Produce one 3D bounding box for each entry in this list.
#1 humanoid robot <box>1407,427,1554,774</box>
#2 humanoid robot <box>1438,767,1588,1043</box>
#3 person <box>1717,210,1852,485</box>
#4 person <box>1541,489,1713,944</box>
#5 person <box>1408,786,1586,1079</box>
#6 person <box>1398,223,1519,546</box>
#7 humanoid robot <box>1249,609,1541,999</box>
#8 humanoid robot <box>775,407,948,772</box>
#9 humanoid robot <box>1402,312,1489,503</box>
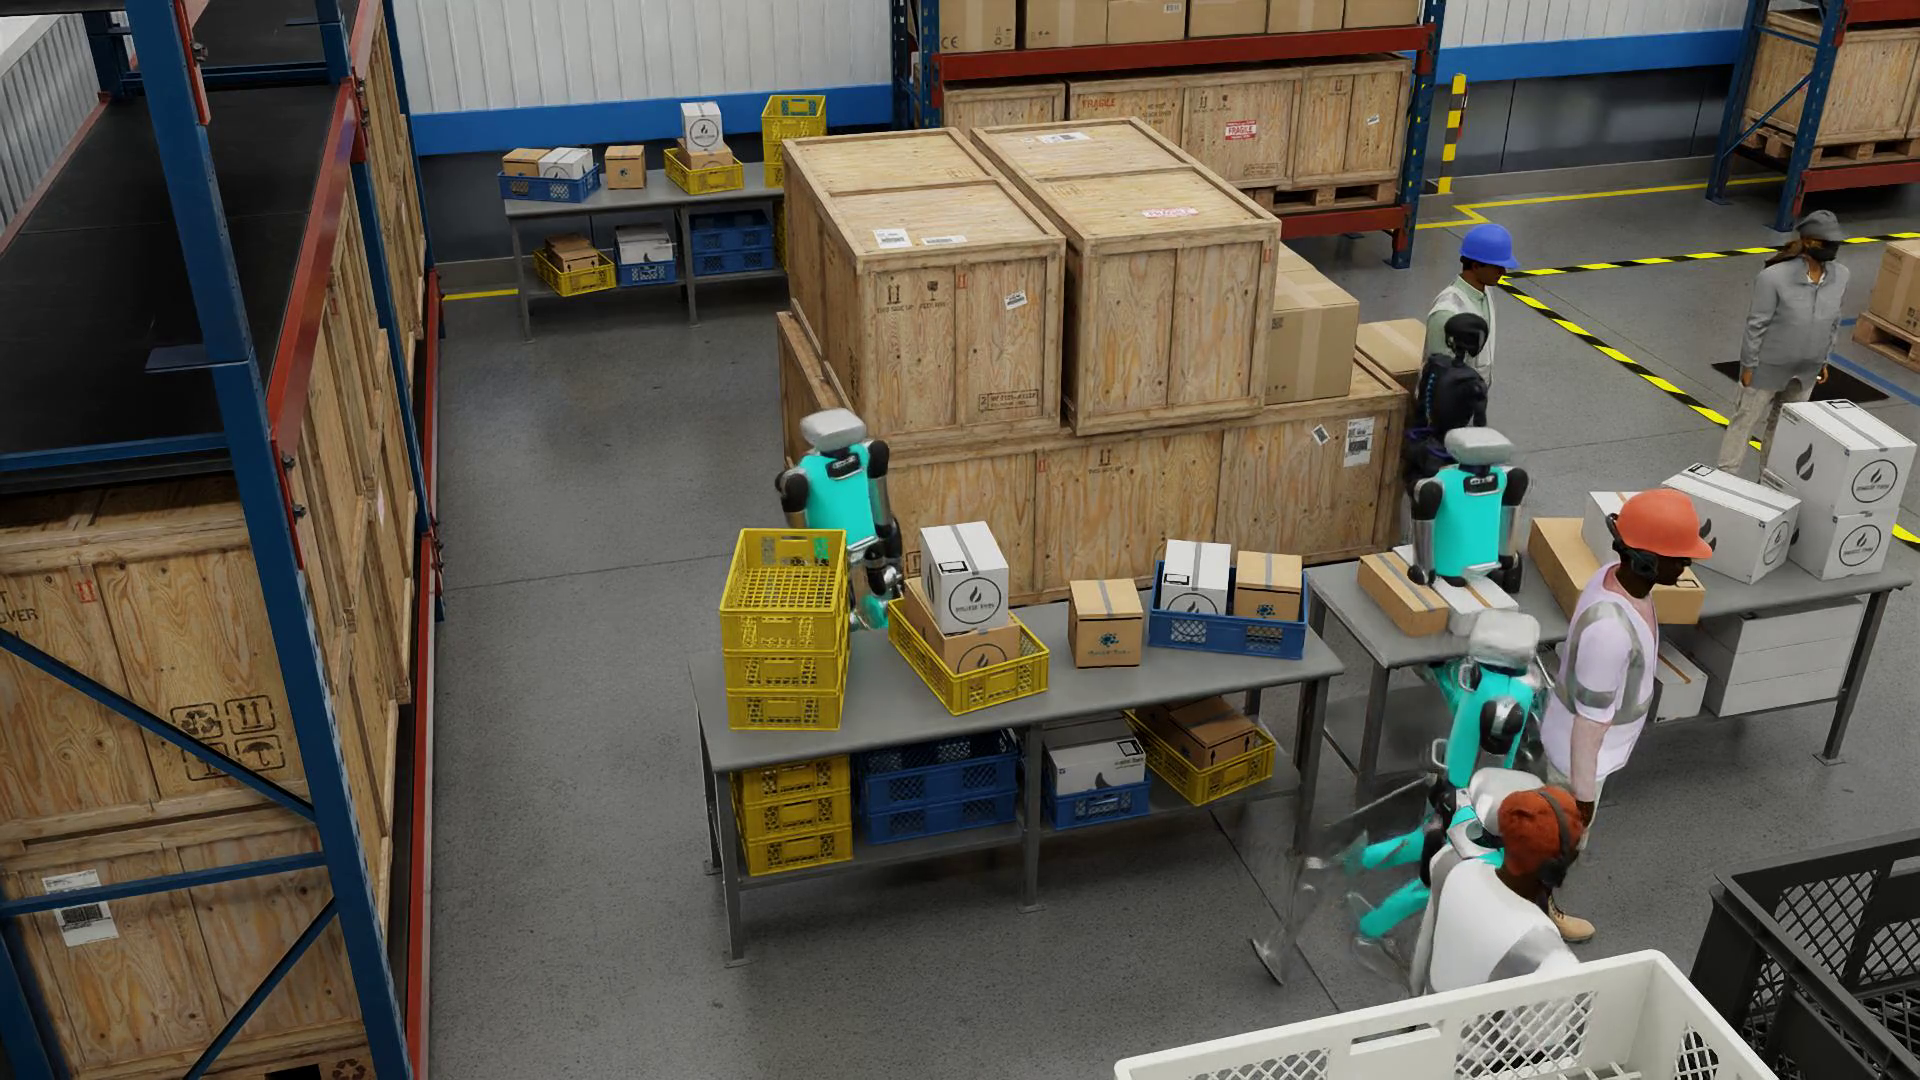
[{"bbox_3d":[2.168,0.469,6.760,0.551,1.705,1.005,-11,31,-19],"label":"humanoid robot"},{"bbox_3d":[1.726,1.381,4.950,0.735,1.676,0.533,-3,29,-6],"label":"humanoid robot"},{"bbox_3d":[4.635,-1.002,9.378,0.566,1.769,0.397,-5,29,-9],"label":"person"},{"bbox_3d":[2.297,0.733,5.961,0.405,2.036,0.605,14,32,23],"label":"person"},{"bbox_3d":[1.477,1.490,4.751,0.351,1.877,0.579,-10,30,-18],"label":"person"},{"bbox_3d":[2.582,-0.718,8.693,0.411,1.939,0.602,19,34,31],"label":"person"},{"bbox_3d":[1.418,0.988,5.817,0.966,1.757,0.542,8,30,14],"label":"humanoid robot"},{"bbox_3d":[-0.290,0.370,6.924,0.593,1.773,0.855,-23,36,-35],"label":"humanoid robot"},{"bbox_3d":[2.415,-0.349,8.294,0.336,1.652,0.609,-9,30,-17],"label":"humanoid robot"}]
